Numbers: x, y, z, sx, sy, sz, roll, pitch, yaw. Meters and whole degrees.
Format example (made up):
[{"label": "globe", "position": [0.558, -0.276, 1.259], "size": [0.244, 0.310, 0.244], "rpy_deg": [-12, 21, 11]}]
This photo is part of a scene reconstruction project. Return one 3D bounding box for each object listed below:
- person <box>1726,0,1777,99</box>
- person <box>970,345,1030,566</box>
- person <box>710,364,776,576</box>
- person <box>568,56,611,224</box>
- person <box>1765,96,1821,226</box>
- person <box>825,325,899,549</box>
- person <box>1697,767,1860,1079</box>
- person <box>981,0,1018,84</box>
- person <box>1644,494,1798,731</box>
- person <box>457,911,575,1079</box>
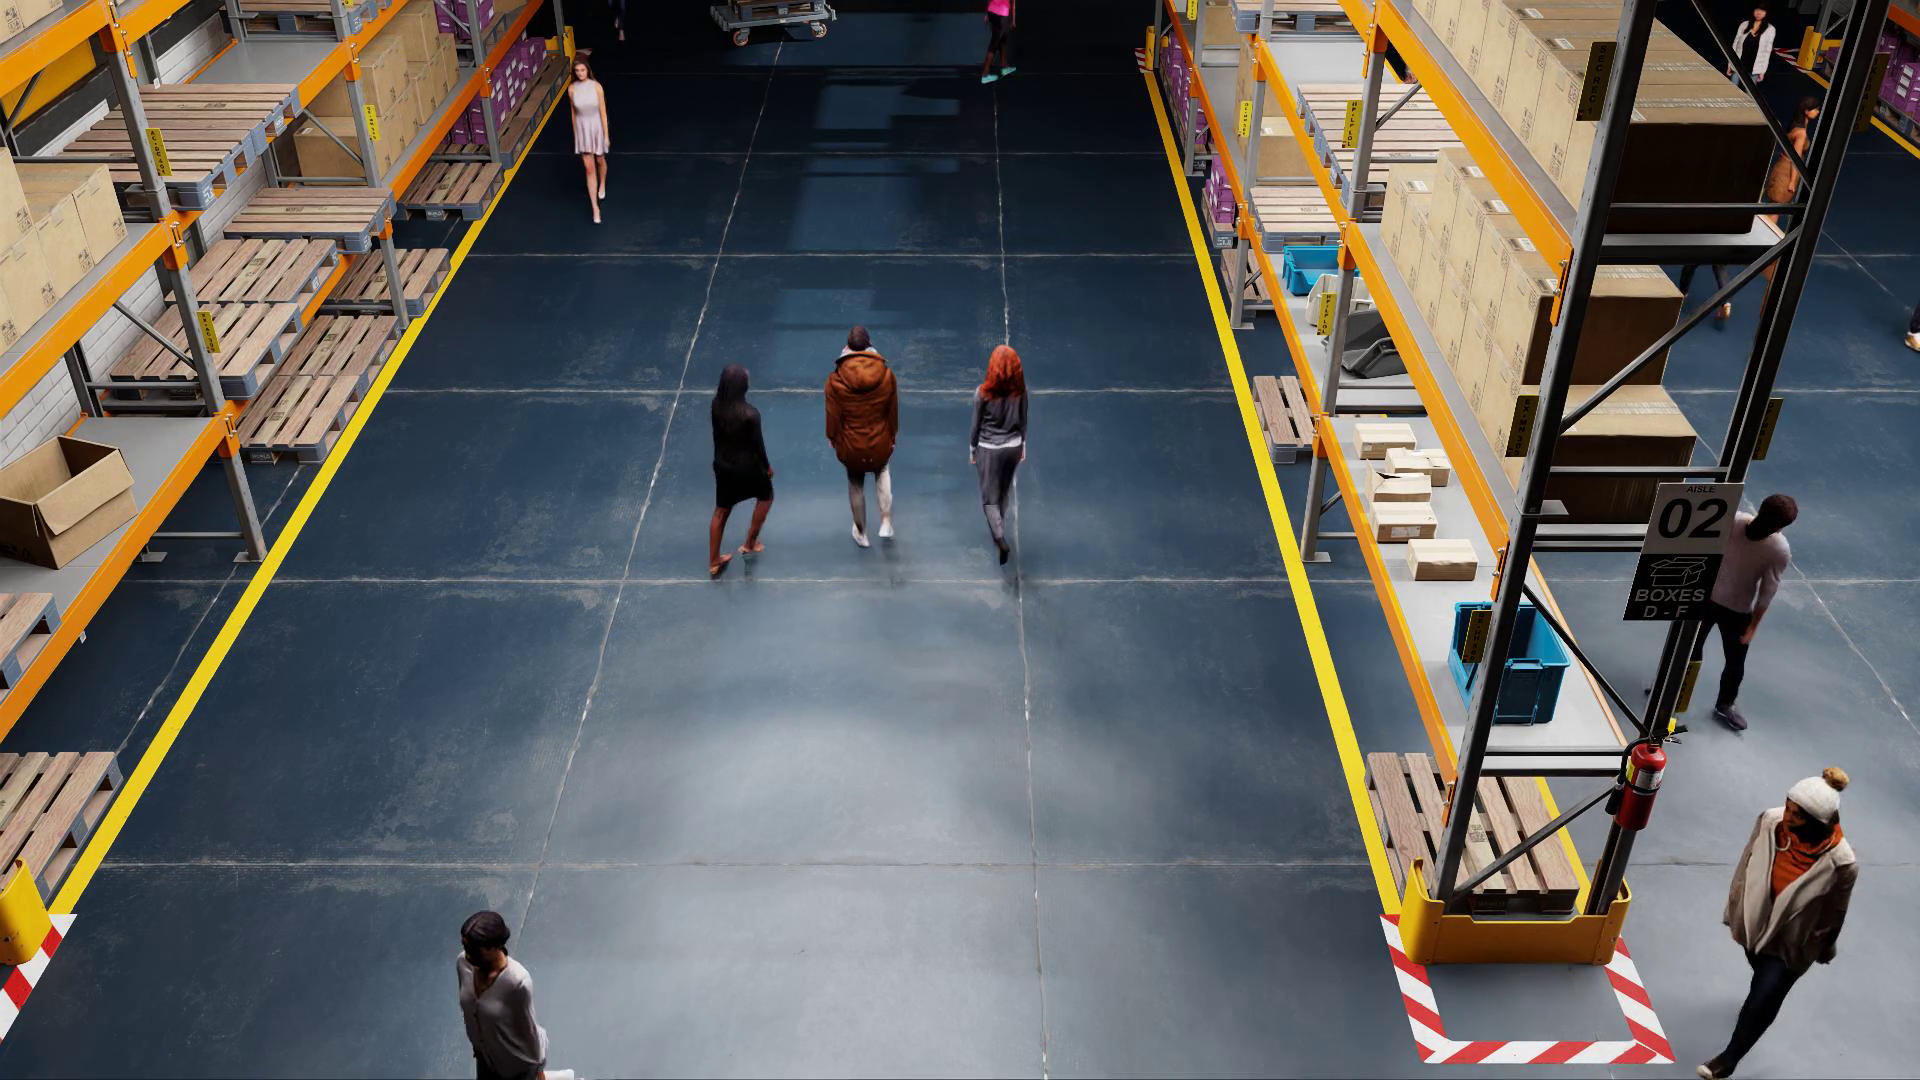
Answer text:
[{"label": "person", "position": [9.600, -5.777, 20.261], "size": [0.704, 1.634, 0.727], "rpy_deg": [20, 39, 27]}, {"label": "person", "position": [0.312, -0.604, 12.368], "size": [0.740, 1.756, 1.038], "rpy_deg": [-7, 34, -11]}, {"label": "person", "position": [-1.634, -0.472, 12.230], "size": [0.844, 1.691, 0.915], "rpy_deg": [16, 37, 22]}, {"label": "person", "position": [-3.997, -4.405, 18.121], "size": [0.637, 1.718, 1.137], "rpy_deg": [-3, 34, -5]}, {"label": "person", "position": [8.530, -3.756, 17.174], "size": [0.677, 1.686, 0.525], "rpy_deg": [8, 34, 12]}, {"label": "person", "position": [-0.704, -0.712, 12.469], "size": [0.777, 1.826, 0.762], "rpy_deg": [-9, 35, -13]}, {"label": "person", "position": [4.268, 1.887, 8.544], "size": [1.203, 1.841, 1.212], "rpy_deg": [-24, 41, -32]}, {"label": "person", "position": [0.446, -6.841, 21.812], "size": [0.880, 1.690, 0.887], "rpy_deg": [-22, 39, -29]}, {"label": "person", "position": [4.942, 0.386, 10.835], "size": [0.921, 1.805, 0.809], "rpy_deg": [-14, 36, -20]}, {"label": "person", "position": [-2.079, 2.370, 7.893], "size": [0.836, 1.758, 0.981], "rpy_deg": [16, 37, 23]}]
